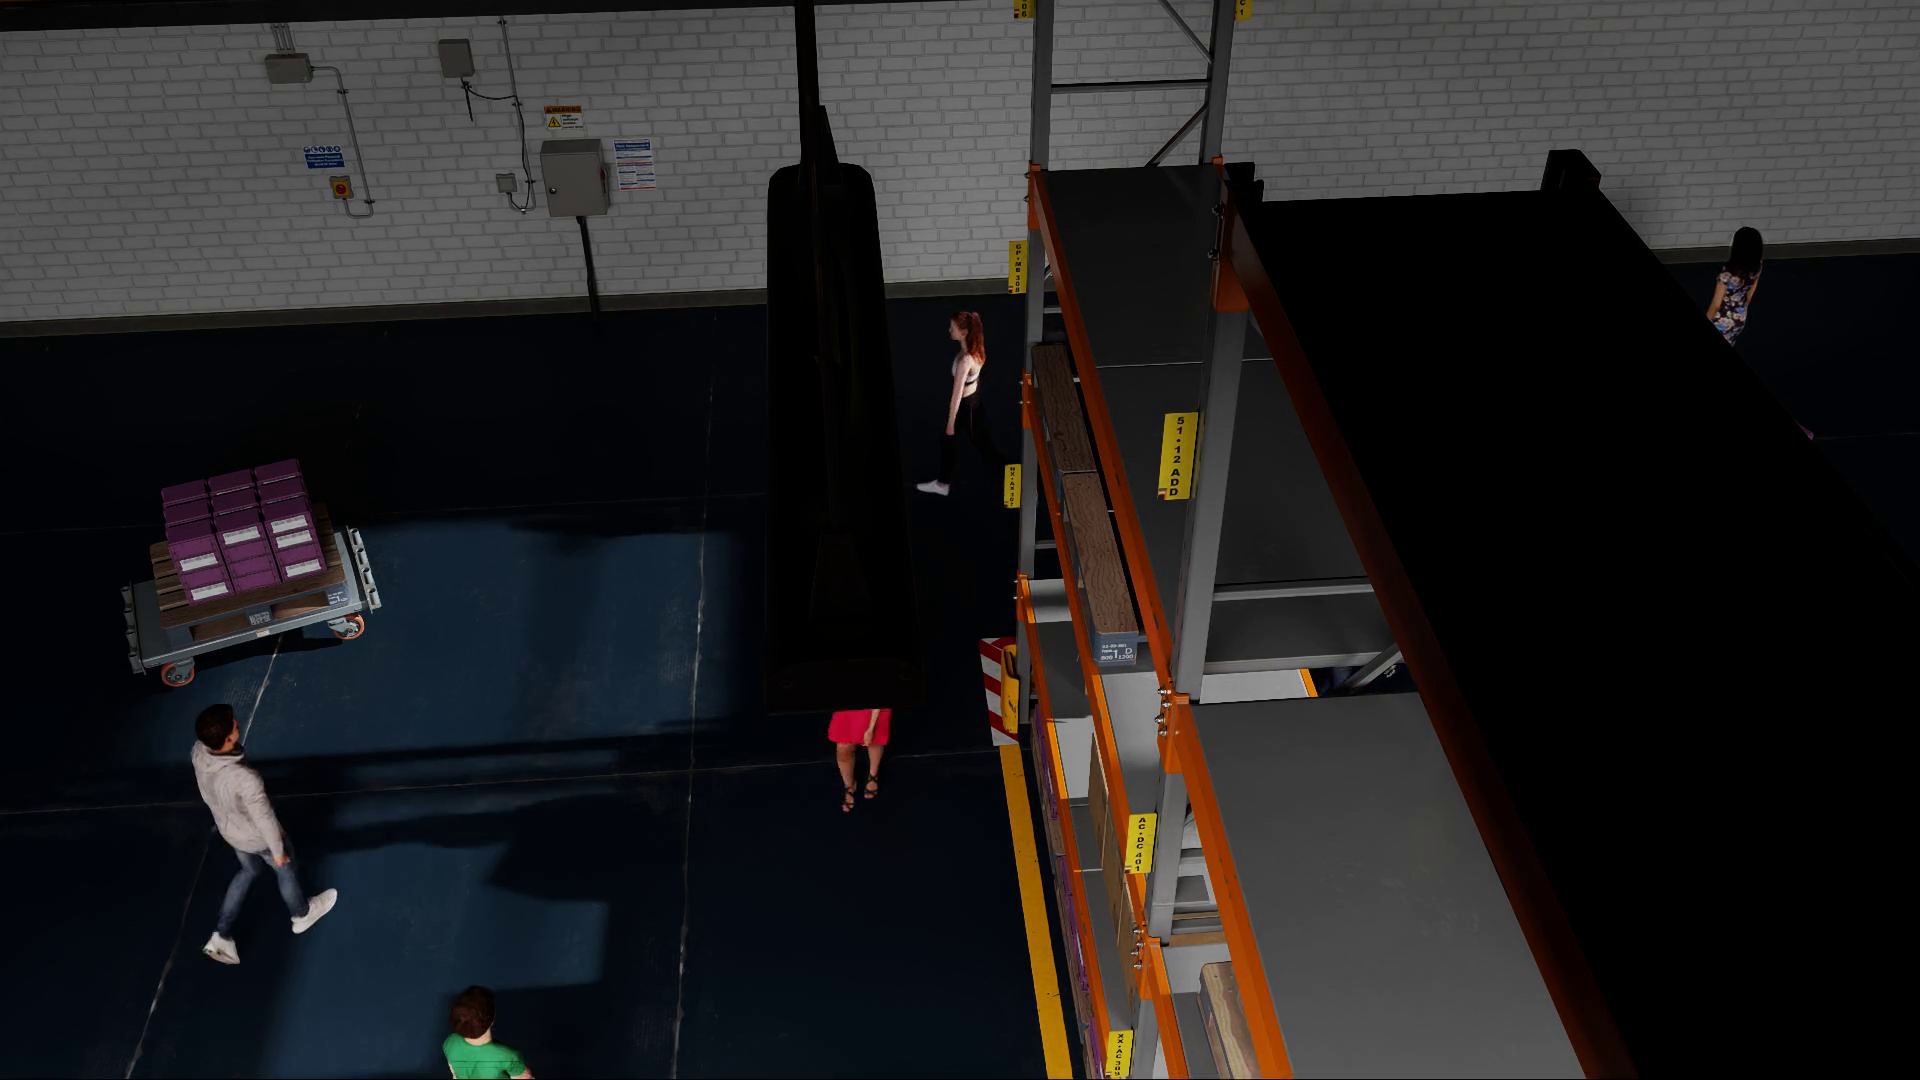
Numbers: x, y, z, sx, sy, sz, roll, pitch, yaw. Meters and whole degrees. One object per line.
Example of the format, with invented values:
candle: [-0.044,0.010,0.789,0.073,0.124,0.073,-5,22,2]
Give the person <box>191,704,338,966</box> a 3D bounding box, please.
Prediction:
person: [-4.038,1.667,9.289,1.035,1.839,1.170,21,43,24]

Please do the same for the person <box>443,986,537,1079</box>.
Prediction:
person: [-2.239,2.815,8.025,0.910,1.623,1.148,15,41,18]

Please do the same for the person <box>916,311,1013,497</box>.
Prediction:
person: [0.173,-0.958,12.686,0.874,1.703,1.196,6,39,7]

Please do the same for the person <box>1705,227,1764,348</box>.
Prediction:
person: [6.278,-1.779,13.687,0.652,1.736,0.613,-13,40,-16]
